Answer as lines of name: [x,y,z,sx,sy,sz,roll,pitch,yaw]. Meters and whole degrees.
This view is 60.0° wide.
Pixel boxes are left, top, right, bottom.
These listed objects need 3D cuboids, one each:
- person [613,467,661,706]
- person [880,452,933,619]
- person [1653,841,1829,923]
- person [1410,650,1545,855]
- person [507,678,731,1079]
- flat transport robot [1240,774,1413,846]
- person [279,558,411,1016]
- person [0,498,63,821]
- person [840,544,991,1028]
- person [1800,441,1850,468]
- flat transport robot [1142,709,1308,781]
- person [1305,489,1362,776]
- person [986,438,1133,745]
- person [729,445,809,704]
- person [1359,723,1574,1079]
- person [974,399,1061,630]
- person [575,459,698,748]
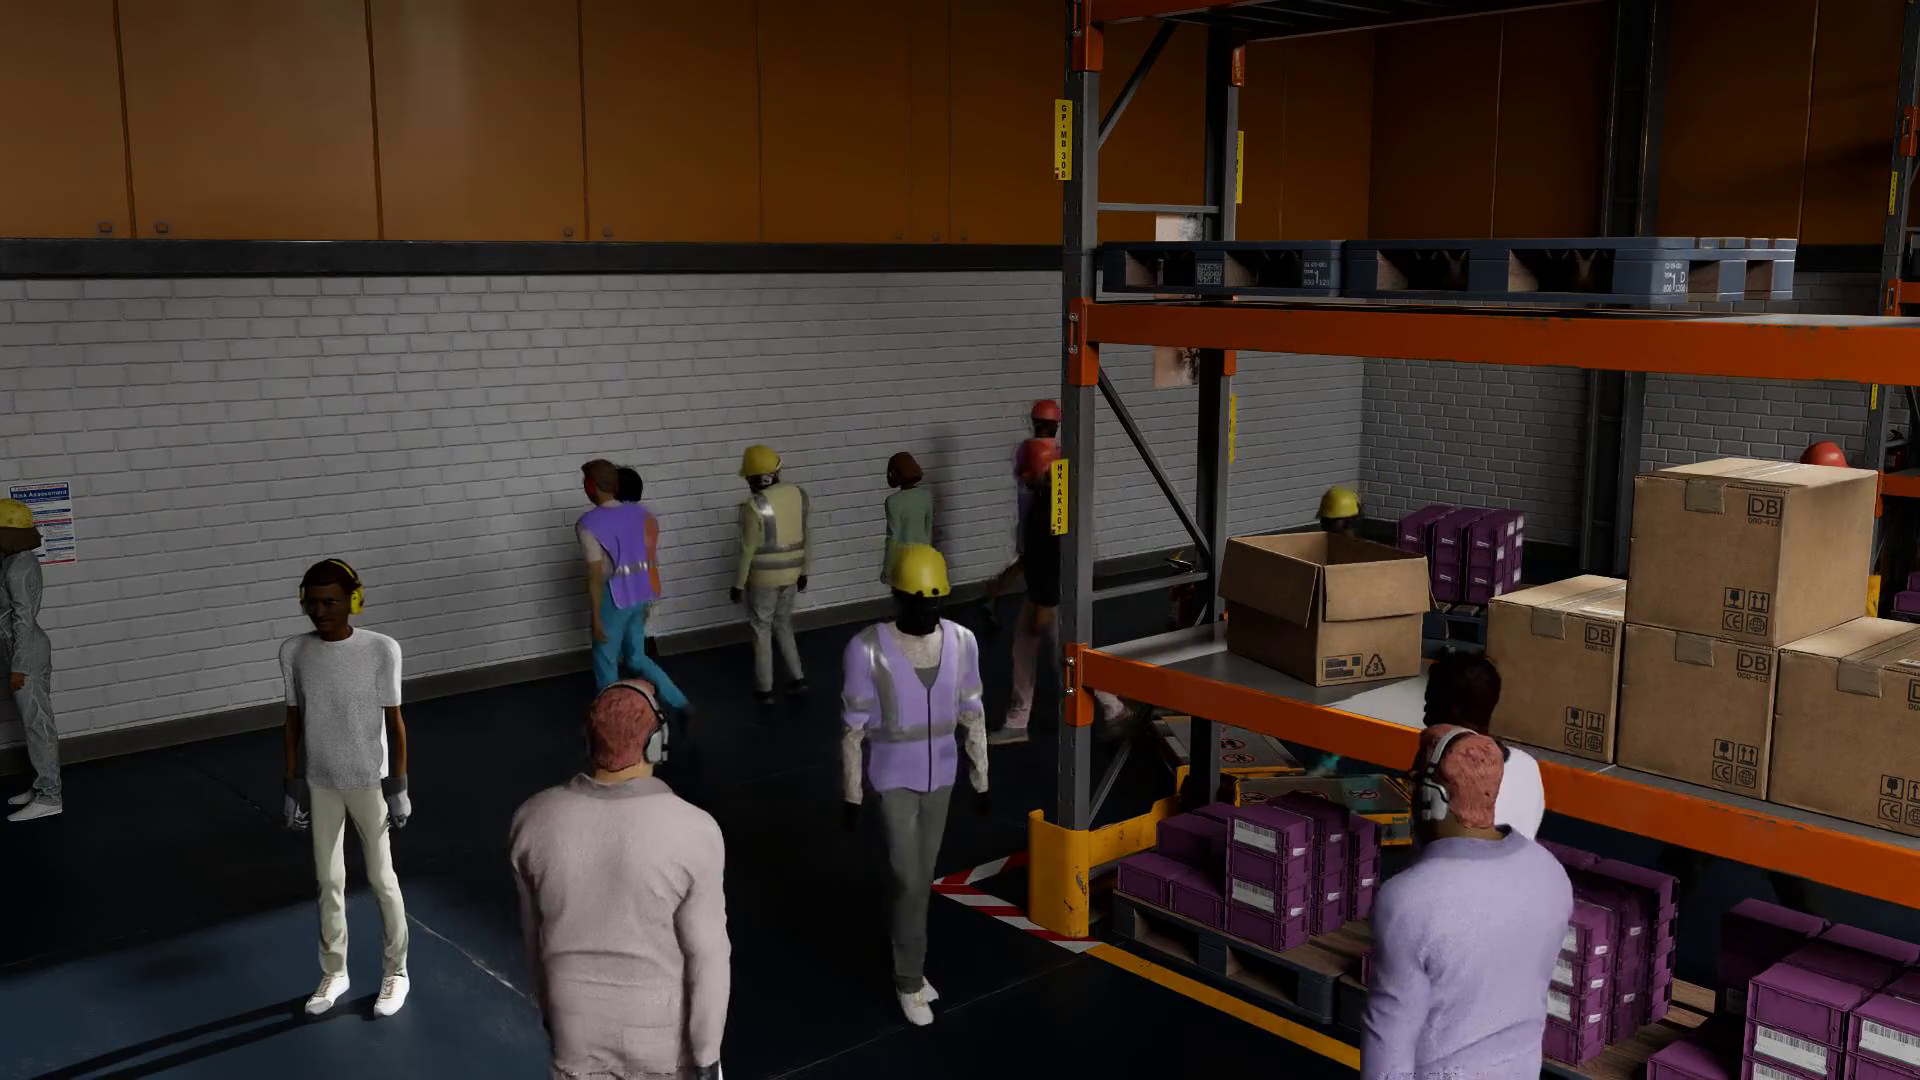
person: [-2.101,0.378,10.697,0.320,1.688,0.531,2,10,10]
person: [-0.388,0.172,12.060,0.279,1.633,0.499,7,12,36]
person: [3.197,0.859,6.848,0.699,2.000,1.043,-9,13,-43]
person: [1.470,1.249,5.079,0.601,1.864,1.020,-8,12,-39]
person: [-0.909,1.309,4.663,0.649,1.884,0.663,2,10,9]
flat transport robot: [1.893,1.426,8.704,1.431,0.197,0.652,-1,10,-5]
person: [-2.458,0.985,6.651,0.514,1.861,0.316,1,10,3]
person: [-5.083,0.638,9.009,0.288,1.746,0.487,-5,11,-27]
person: [-0.128,0.965,6.602,0.609,1.907,0.653,-6,11,-31]
person: [5.105,0.376,9.969,0.351,1.940,0.551,2,10,9]
flat transport robot: [1.522,1.257,9.694,0.652,0.197,1.431,-1,10,-5]
person: [2.295,0.536,9.744,0.902,1.702,0.530,-5,11,-28]
person: [0.630,0.329,10.247,0.843,1.954,0.615,-4,10,-20]
person: [-1.274,0.235,11.275,0.452,1.785,0.641,9,13,41]
person: [1.208,1.390,4.193,0.676,1.888,0.488,-5,11,-29]
person: [0.563,-0.196,13.476,0.905,1.901,0.543,-5,11,-28]
person: [-2.003,0.416,10.133,0.680,1.811,0.609,4,11,23]
